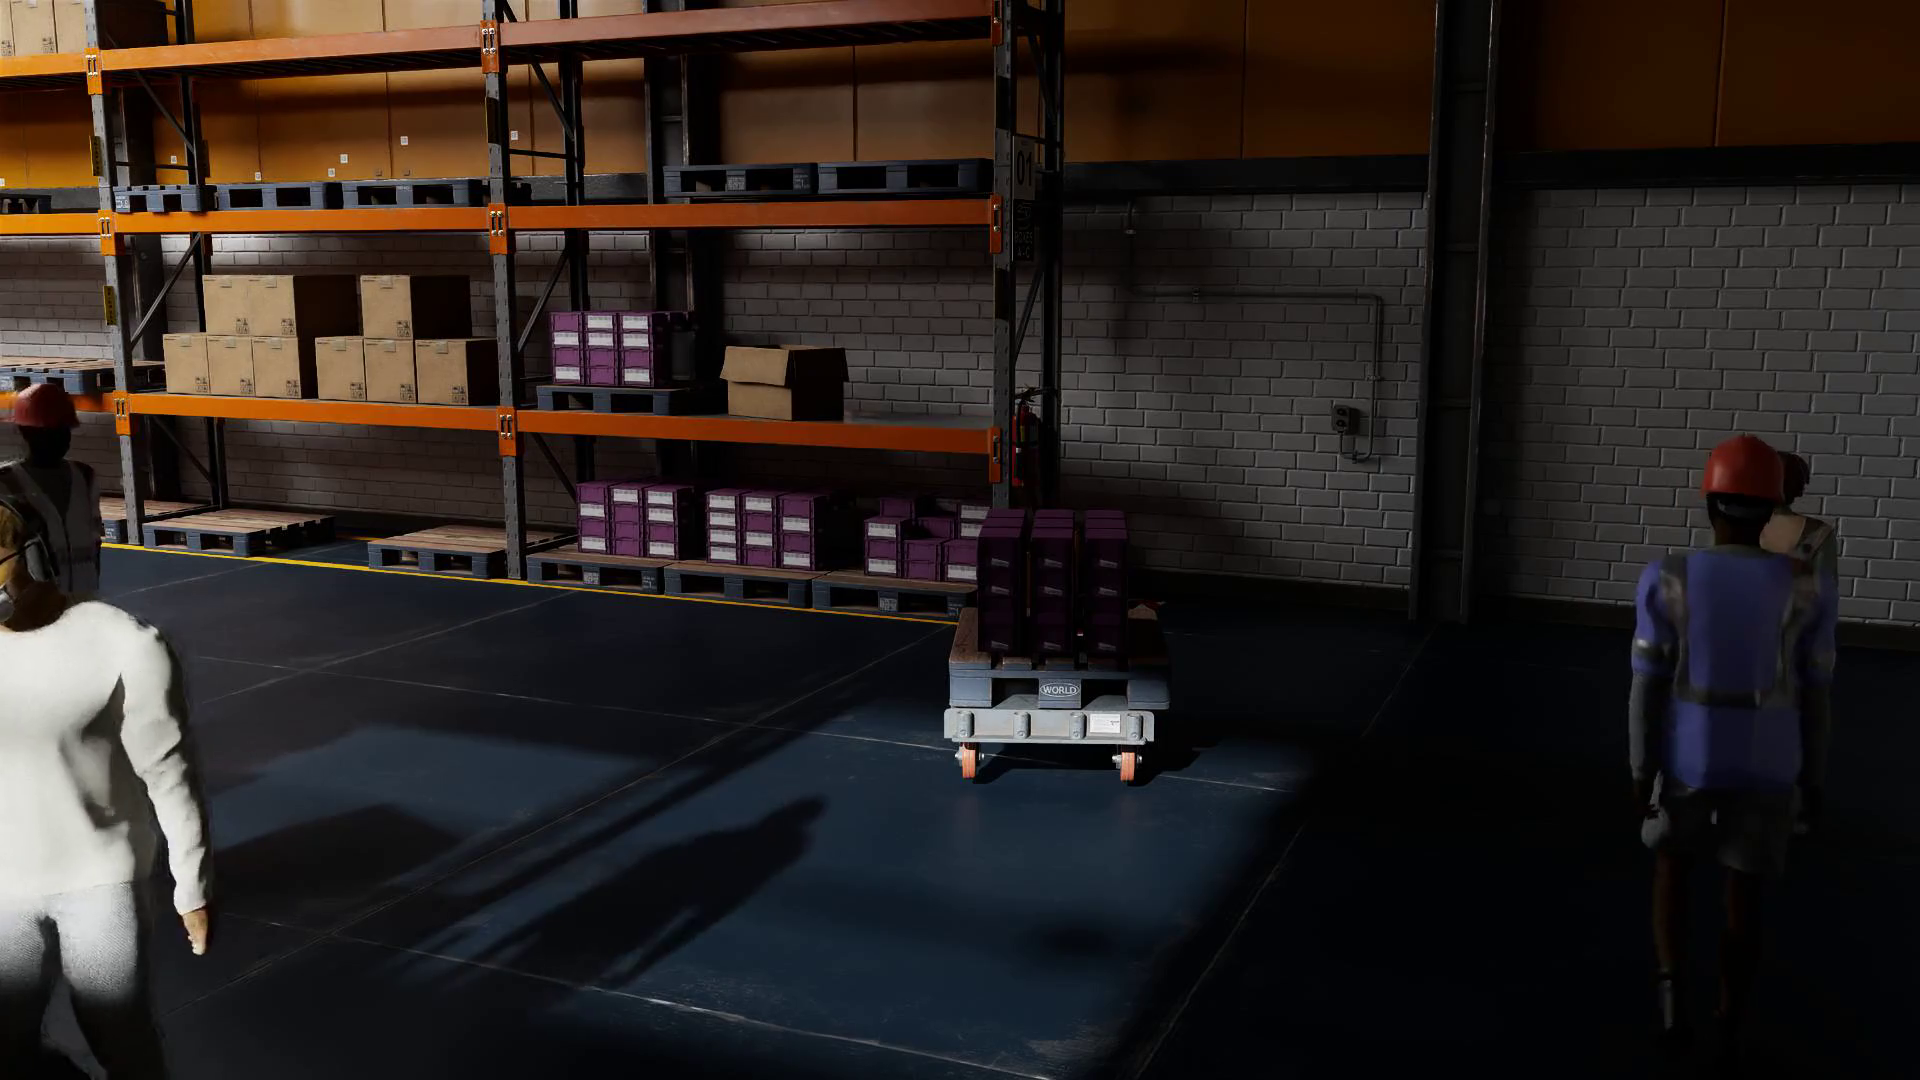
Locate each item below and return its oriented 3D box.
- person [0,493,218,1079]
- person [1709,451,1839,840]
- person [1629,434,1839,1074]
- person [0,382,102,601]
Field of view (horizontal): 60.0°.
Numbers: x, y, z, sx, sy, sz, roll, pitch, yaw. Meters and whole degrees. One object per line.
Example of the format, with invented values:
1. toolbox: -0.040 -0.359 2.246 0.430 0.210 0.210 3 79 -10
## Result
1. person: -2.104 0.823 3.912 0.714 1.918 0.457 -1 10 -6
2. person: 3.399 0.444 7.021 0.523 1.636 0.310 8 12 38
3. person: 2.279 0.651 4.954 0.555 1.923 0.446 4 10 24
4. person: -3.822 0.291 7.104 0.665 1.914 0.554 6 11 32
